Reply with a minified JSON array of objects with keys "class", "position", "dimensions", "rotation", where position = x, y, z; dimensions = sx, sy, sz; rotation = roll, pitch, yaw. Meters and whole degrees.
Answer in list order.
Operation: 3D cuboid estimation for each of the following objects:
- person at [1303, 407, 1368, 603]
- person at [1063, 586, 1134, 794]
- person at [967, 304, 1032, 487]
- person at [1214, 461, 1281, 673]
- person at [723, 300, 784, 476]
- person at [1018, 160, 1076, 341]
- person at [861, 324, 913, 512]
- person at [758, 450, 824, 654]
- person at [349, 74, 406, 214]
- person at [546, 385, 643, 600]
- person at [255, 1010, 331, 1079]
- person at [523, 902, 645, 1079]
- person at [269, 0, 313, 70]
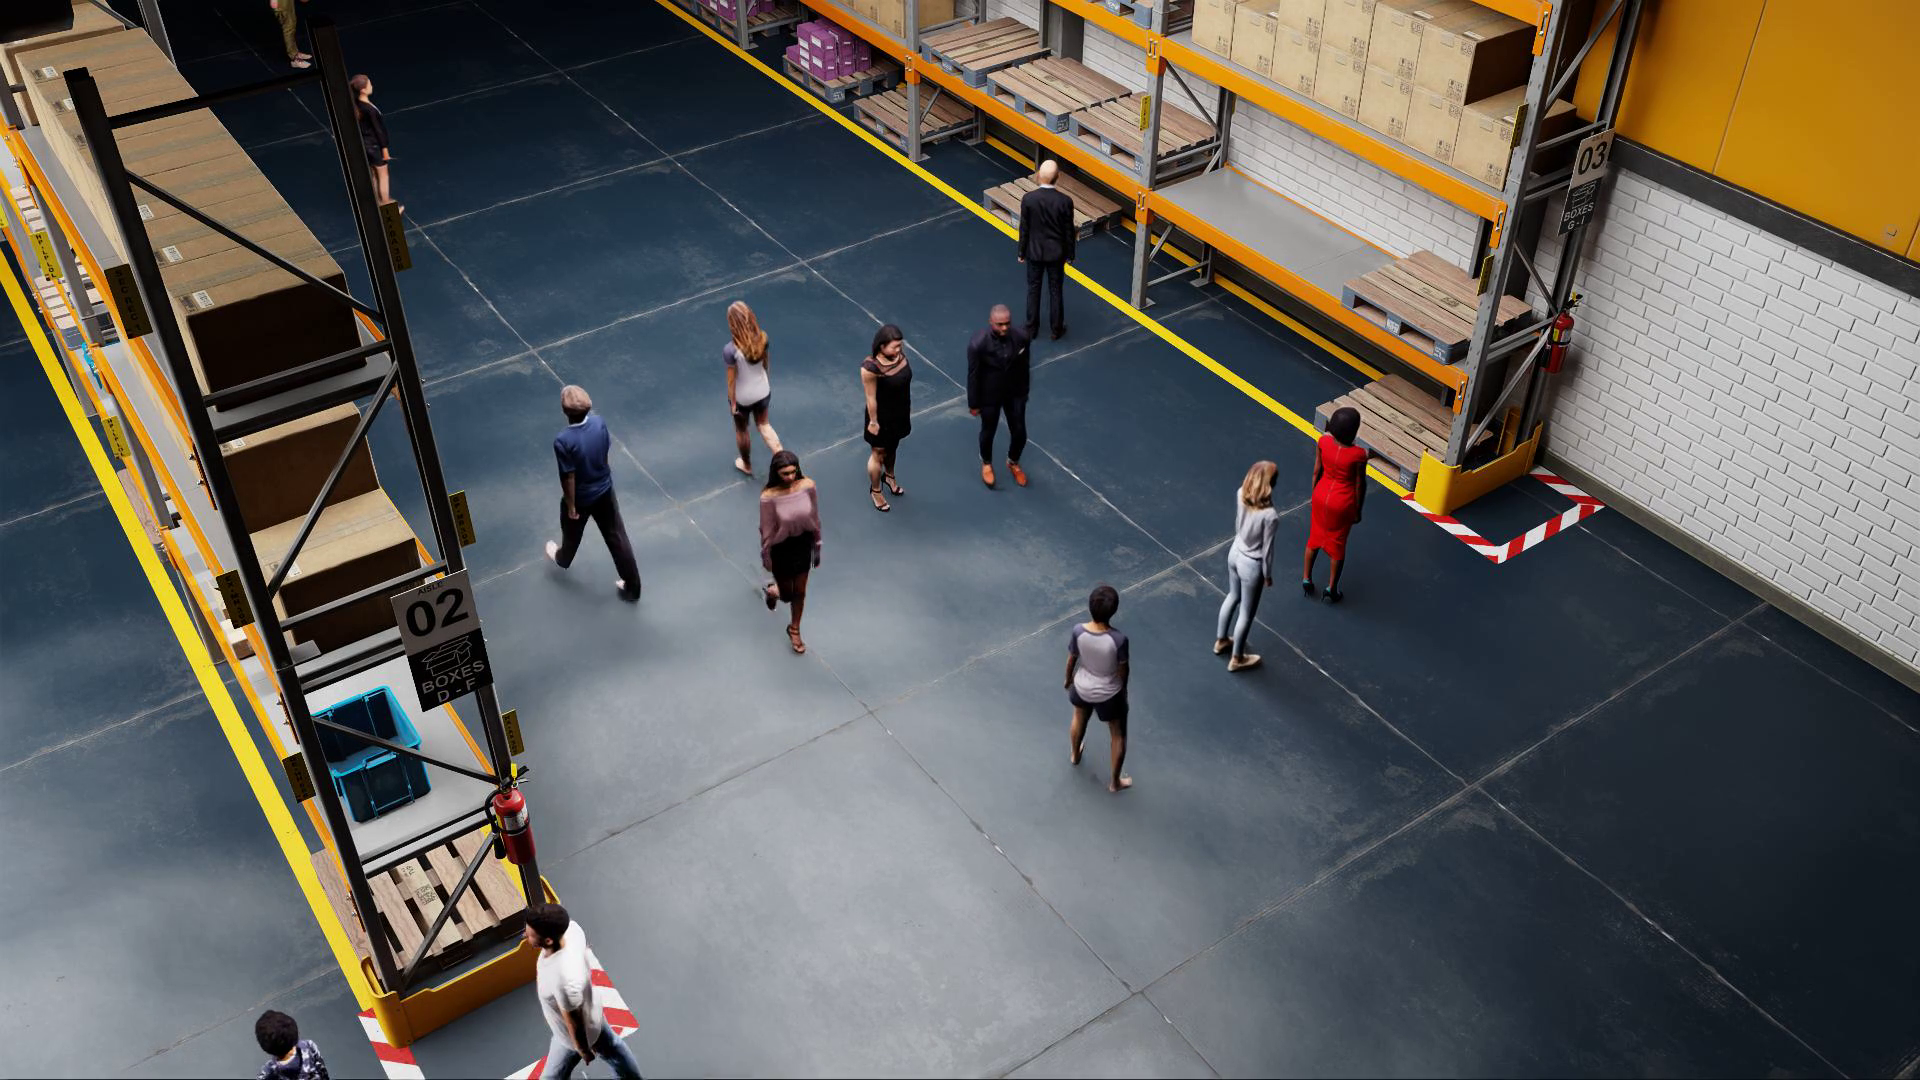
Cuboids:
[{"class":"person","position":[2.827,-0.263,12.585],"dimensions":[0.535,1.743,0.686],"rotation":[26,45,28]},{"class":"person","position":[0.928,0.968,11.193],"dimensions":[0.785,1.557,0.916],"rotation":[17,42,20]},{"class":"person","position":[0.328,-1.228,13.750],"dimensions":[0.817,1.797,0.815],"rotation":[-10,40,-12]},{"class":"person","position":[2.078,0.176,11.994],"dimensions":[0.684,1.794,0.505],"rotation":[-15,41,-18]},{"class":"person","position":[-1.682,-1.180,13.754],"dimensions":[0.634,1.717,0.921],"rotation":[-28,46,-30]},{"class":"person","position":[0.805,-2.708,15.603],"dimensions":[0.765,1.798,0.810],"rotation":[4,39,5]},{"class":"person","position":[-0.609,-1.023,13.562],"dimensions":[0.747,1.711,0.747],"rotation":[20,43,23]},{"class":"person","position":[-1.277,0.042,12.159],"dimensions":[0.664,1.798,0.808],"rotation":[-18,42,-21]},{"class":"person","position":[-6.246,-4.198,17.664],"dimensions":[0.517,1.553,0.638],"rotation":[30,47,32]},{"class":"person","position":[-2.724,-0.302,12.570],"dimensions":[1.218,1.822,0.833],"rotation":[30,47,32]},{"class":"person","position":[-3.507,2.993,8.908],"dimensions":[0.539,1.242,0.646],"rotation":[-30,48,-32]},{"class":"person","position":[-1.984,2.572,8.970],"dimensions":[1.091,1.824,1.134],"rotation":[-1,39,-2]},{"class":"person","position":[-8.510,-6.834,20.762],"dimensions":[0.879,1.806,0.810],"rotation":[2,39,3]}]
